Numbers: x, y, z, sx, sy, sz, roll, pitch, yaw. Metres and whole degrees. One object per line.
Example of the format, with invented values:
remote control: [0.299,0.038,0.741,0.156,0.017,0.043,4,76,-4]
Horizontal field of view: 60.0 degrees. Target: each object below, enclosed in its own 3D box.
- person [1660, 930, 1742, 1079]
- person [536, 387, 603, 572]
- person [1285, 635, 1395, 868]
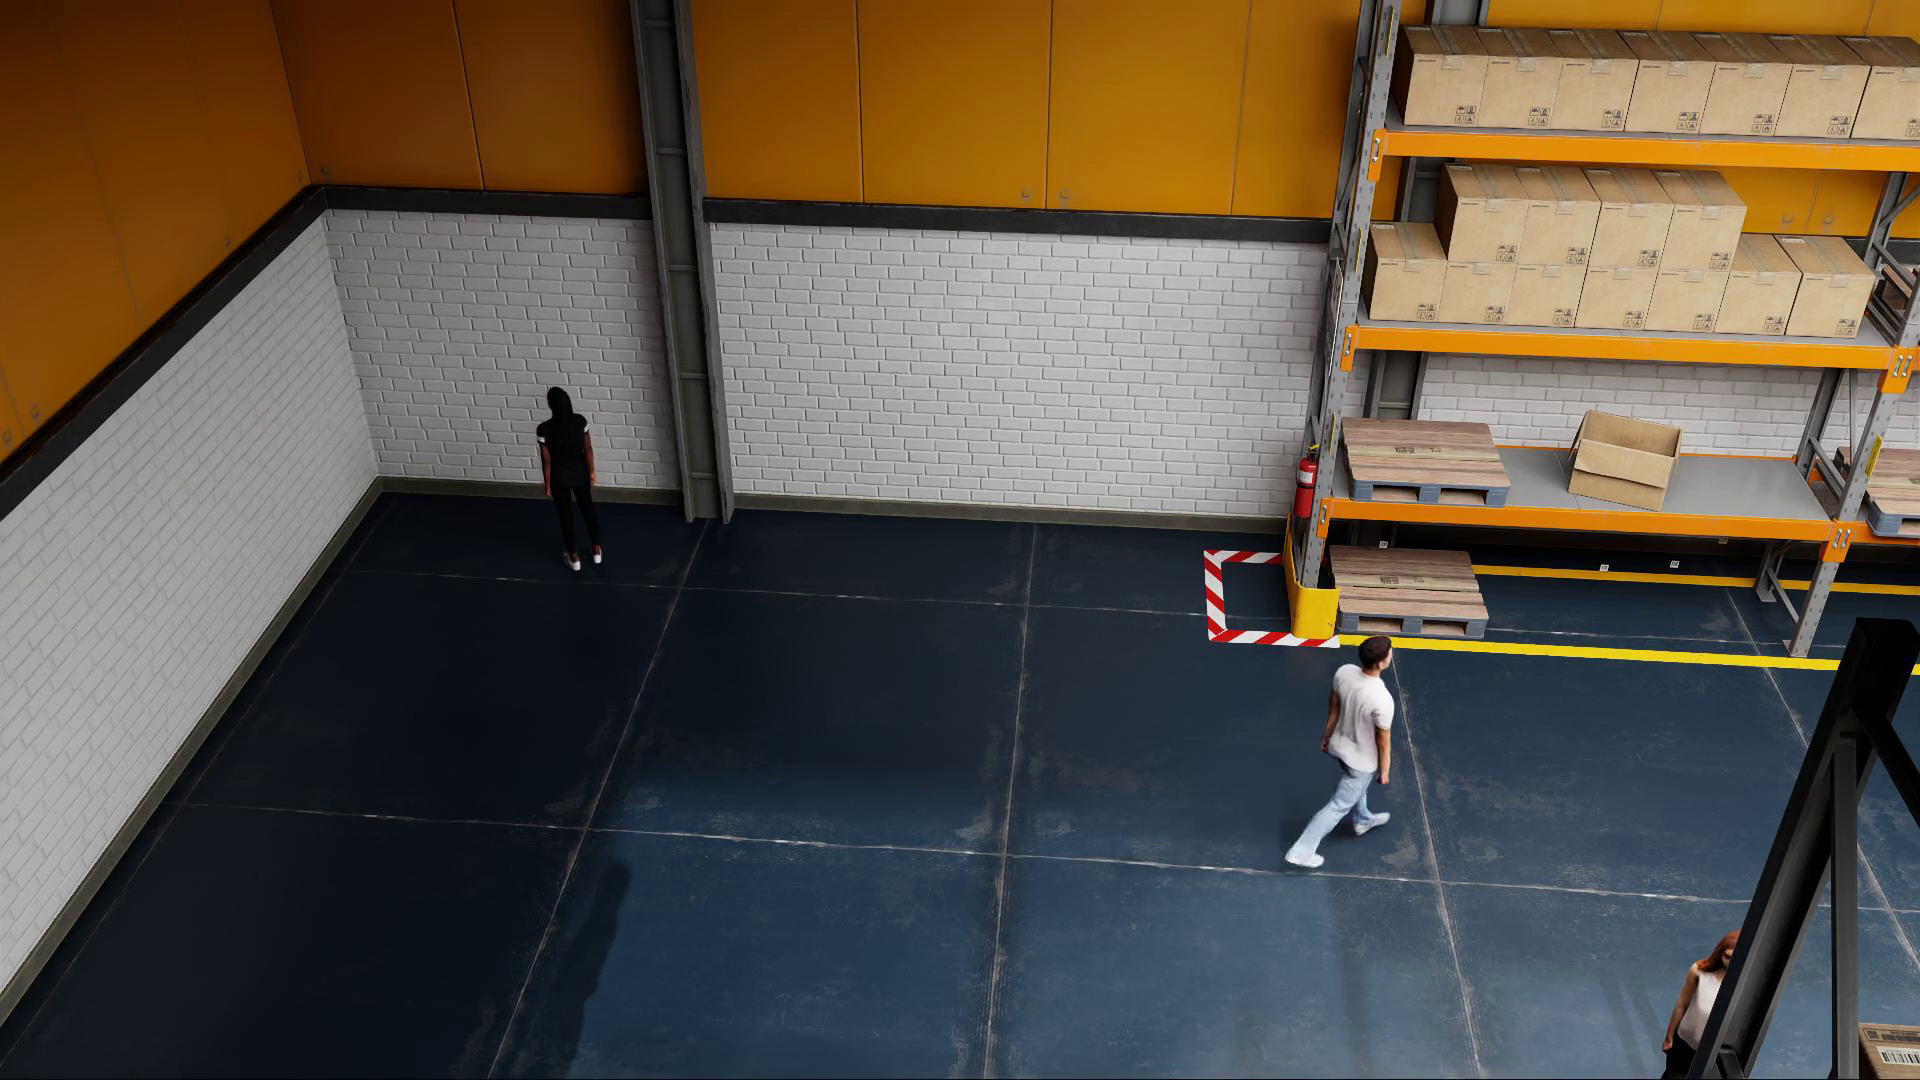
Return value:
person: [4.157,2.788,9.246,0.595,1.721,0.699,20,39,28]
person: [-3.345,-0.536,14.239,0.676,1.730,0.763,-19,38,-26]
person: [2.573,1.452,11.165,1.291,1.821,1.066,-13,36,-19]
